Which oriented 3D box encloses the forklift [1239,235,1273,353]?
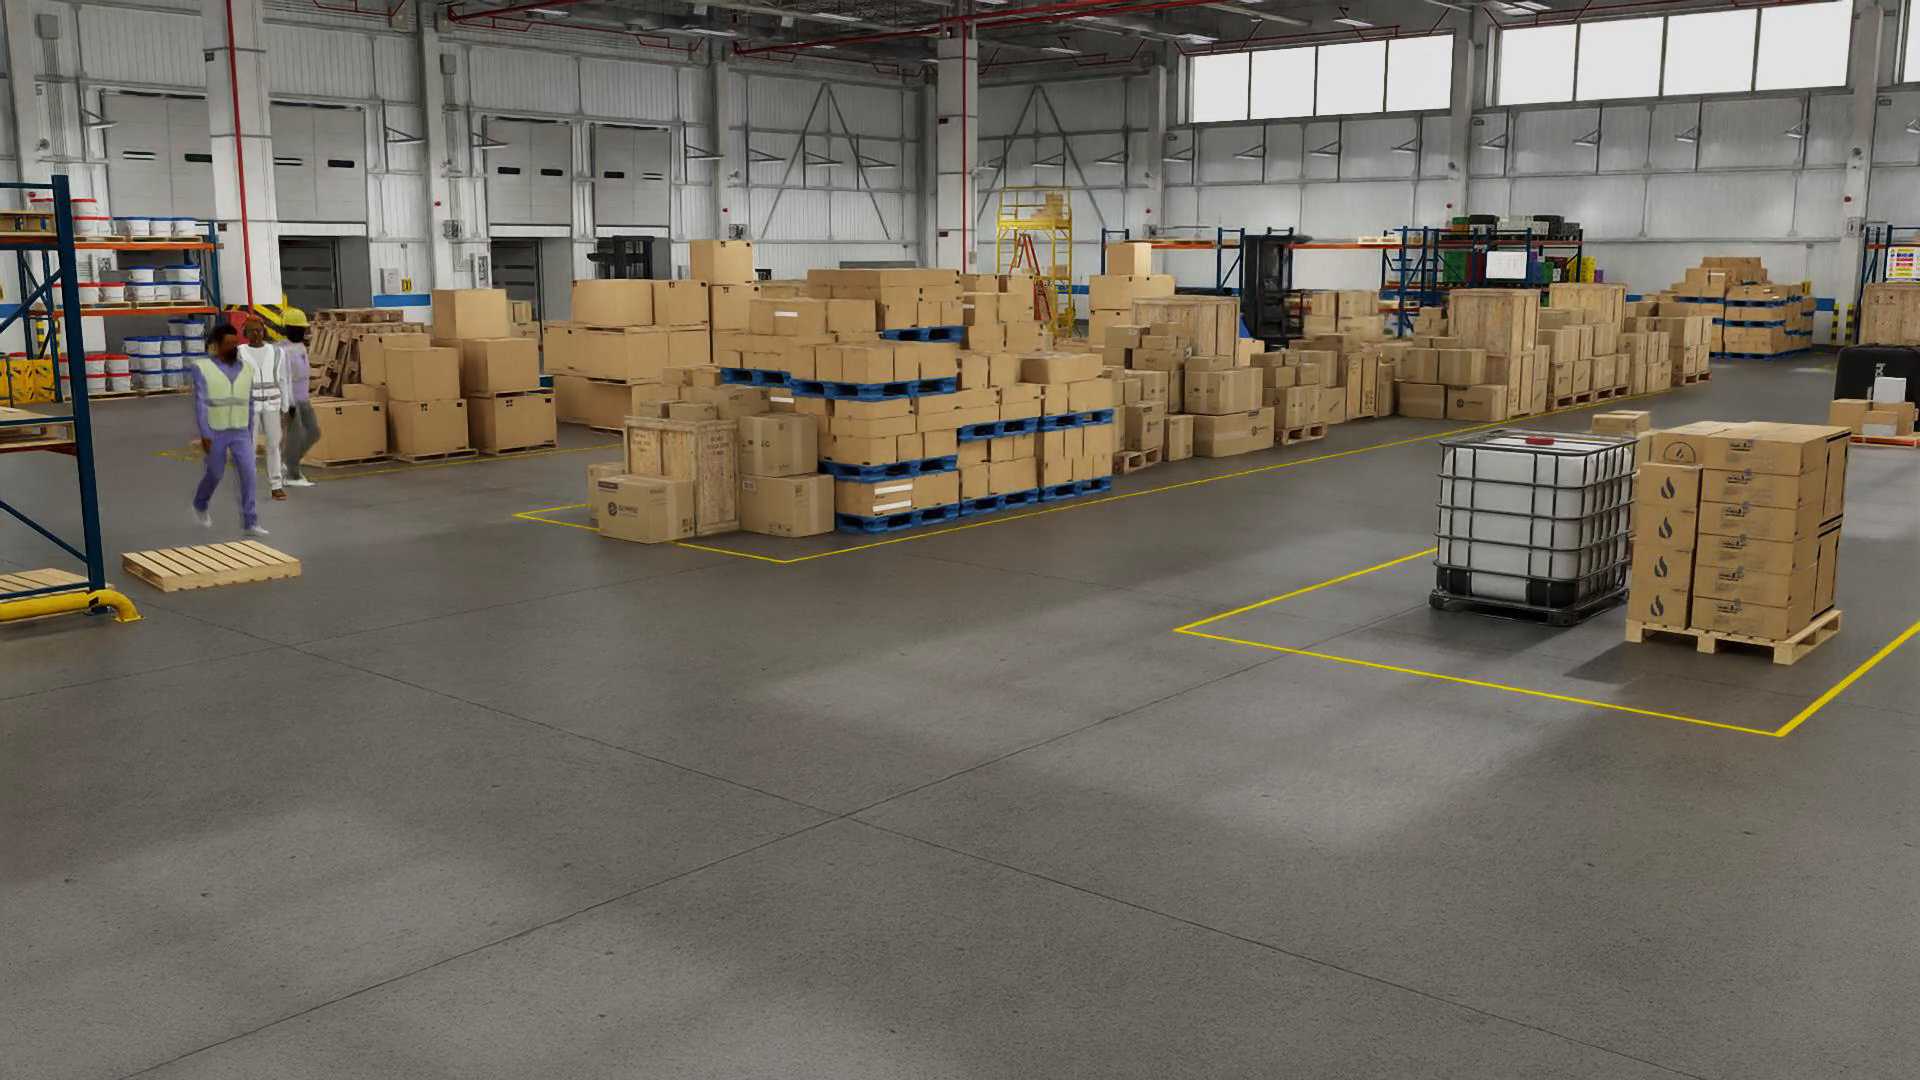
[{"bbox_3d":[6.501,-5.280,36.457,1.873,2.768,1.129,7,12,33],"label":"forklift"}]

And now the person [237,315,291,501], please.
[{"bbox_3d":[-7.041,-1.317,16.725,0.583,1.882,0.338,-7,12,-35],"label":"person"}]

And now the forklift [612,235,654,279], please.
[{"bbox_3d":[-7.300,-5.450,37.421,1.873,2.768,1.129,8,13,40],"label":"forklift"}]

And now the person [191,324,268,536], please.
[{"bbox_3d":[-6.578,-0.985,14.835,0.844,1.891,0.595,8,13,37],"label":"person"}]

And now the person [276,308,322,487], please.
[{"bbox_3d":[-7.080,-1.511,17.772,0.409,1.912,0.598,1,10,6],"label":"person"}]

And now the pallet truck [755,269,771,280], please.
[{"bbox_3d":[-4.996,-6.432,45.525,1.885,1.965,0.823,-6,12,-32],"label":"pallet truck"}]
